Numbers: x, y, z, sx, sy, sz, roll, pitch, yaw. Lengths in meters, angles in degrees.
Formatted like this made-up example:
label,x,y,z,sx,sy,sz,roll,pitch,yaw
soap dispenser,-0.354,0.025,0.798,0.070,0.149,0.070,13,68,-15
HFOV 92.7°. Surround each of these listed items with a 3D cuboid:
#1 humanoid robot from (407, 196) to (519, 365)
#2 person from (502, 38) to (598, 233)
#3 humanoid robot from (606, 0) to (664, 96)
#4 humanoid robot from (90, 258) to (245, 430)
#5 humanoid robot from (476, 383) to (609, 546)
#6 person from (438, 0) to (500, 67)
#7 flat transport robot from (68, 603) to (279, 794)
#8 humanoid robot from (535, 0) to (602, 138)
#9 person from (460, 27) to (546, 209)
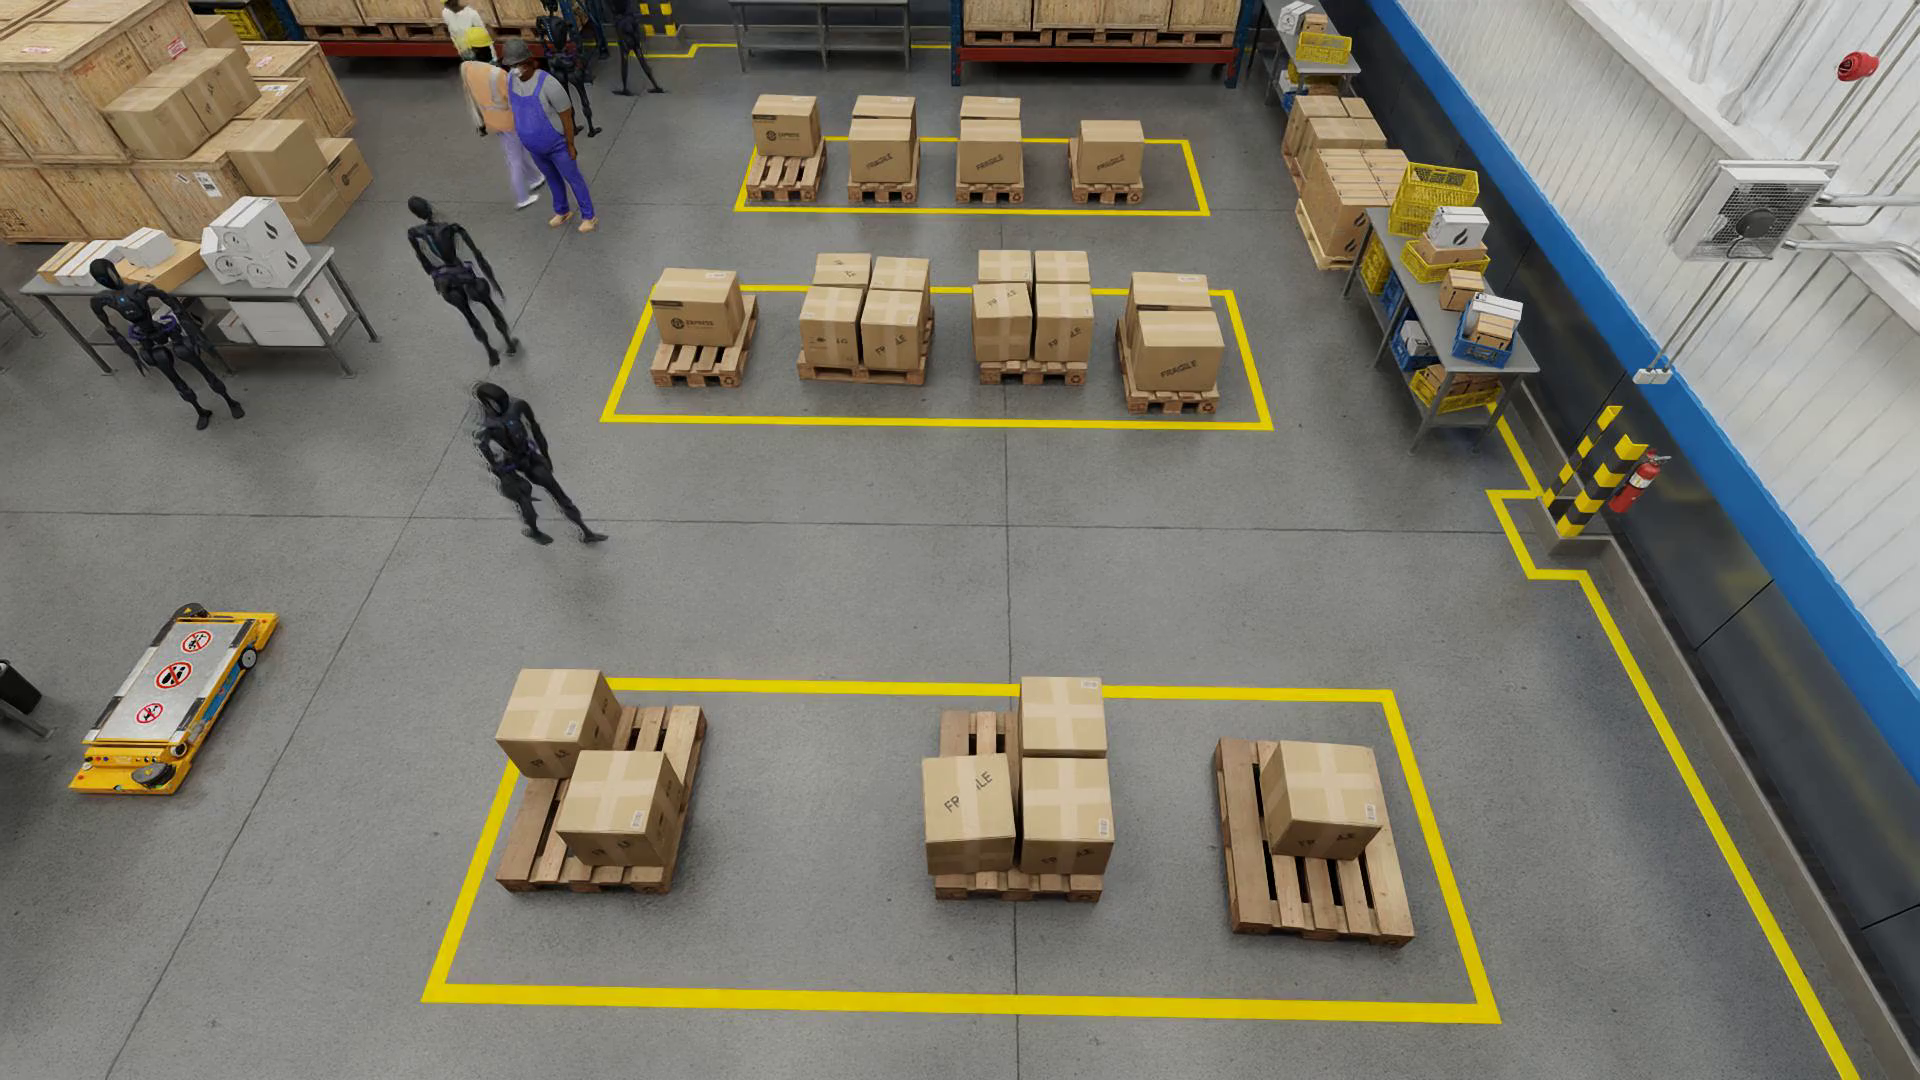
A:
label,x,y,z,sx,sy,sz,roll,pitch,yaw
humanoid robot,-4.616,-2.407,8.490,0.606,1.635,0.501,-8,50,-7
person,-4.455,-4.299,9.845,0.688,2.000,0.539,15,51,13
humanoid robot,-4.460,-6.776,12.201,0.675,1.634,0.597,6,50,5
humanoid robot,-6.800,-1.673,7.850,0.595,1.657,0.321,-23,53,-18
humanoid robot,-3.235,-0.505,6.890,0.728,1.625,0.543,23,54,19
person,-6.107,-6.112,11.577,0.532,1.735,0.461,10,50,8
flat transport robot,-5.504,1.072,6.442,0.652,0.197,1.431,1,50,1
humanoid robot,-4.923,-5.927,11.457,0.582,1.651,0.333,9,50,8
person,-5.064,-4.786,10.347,0.621,1.891,0.843,17,52,14
